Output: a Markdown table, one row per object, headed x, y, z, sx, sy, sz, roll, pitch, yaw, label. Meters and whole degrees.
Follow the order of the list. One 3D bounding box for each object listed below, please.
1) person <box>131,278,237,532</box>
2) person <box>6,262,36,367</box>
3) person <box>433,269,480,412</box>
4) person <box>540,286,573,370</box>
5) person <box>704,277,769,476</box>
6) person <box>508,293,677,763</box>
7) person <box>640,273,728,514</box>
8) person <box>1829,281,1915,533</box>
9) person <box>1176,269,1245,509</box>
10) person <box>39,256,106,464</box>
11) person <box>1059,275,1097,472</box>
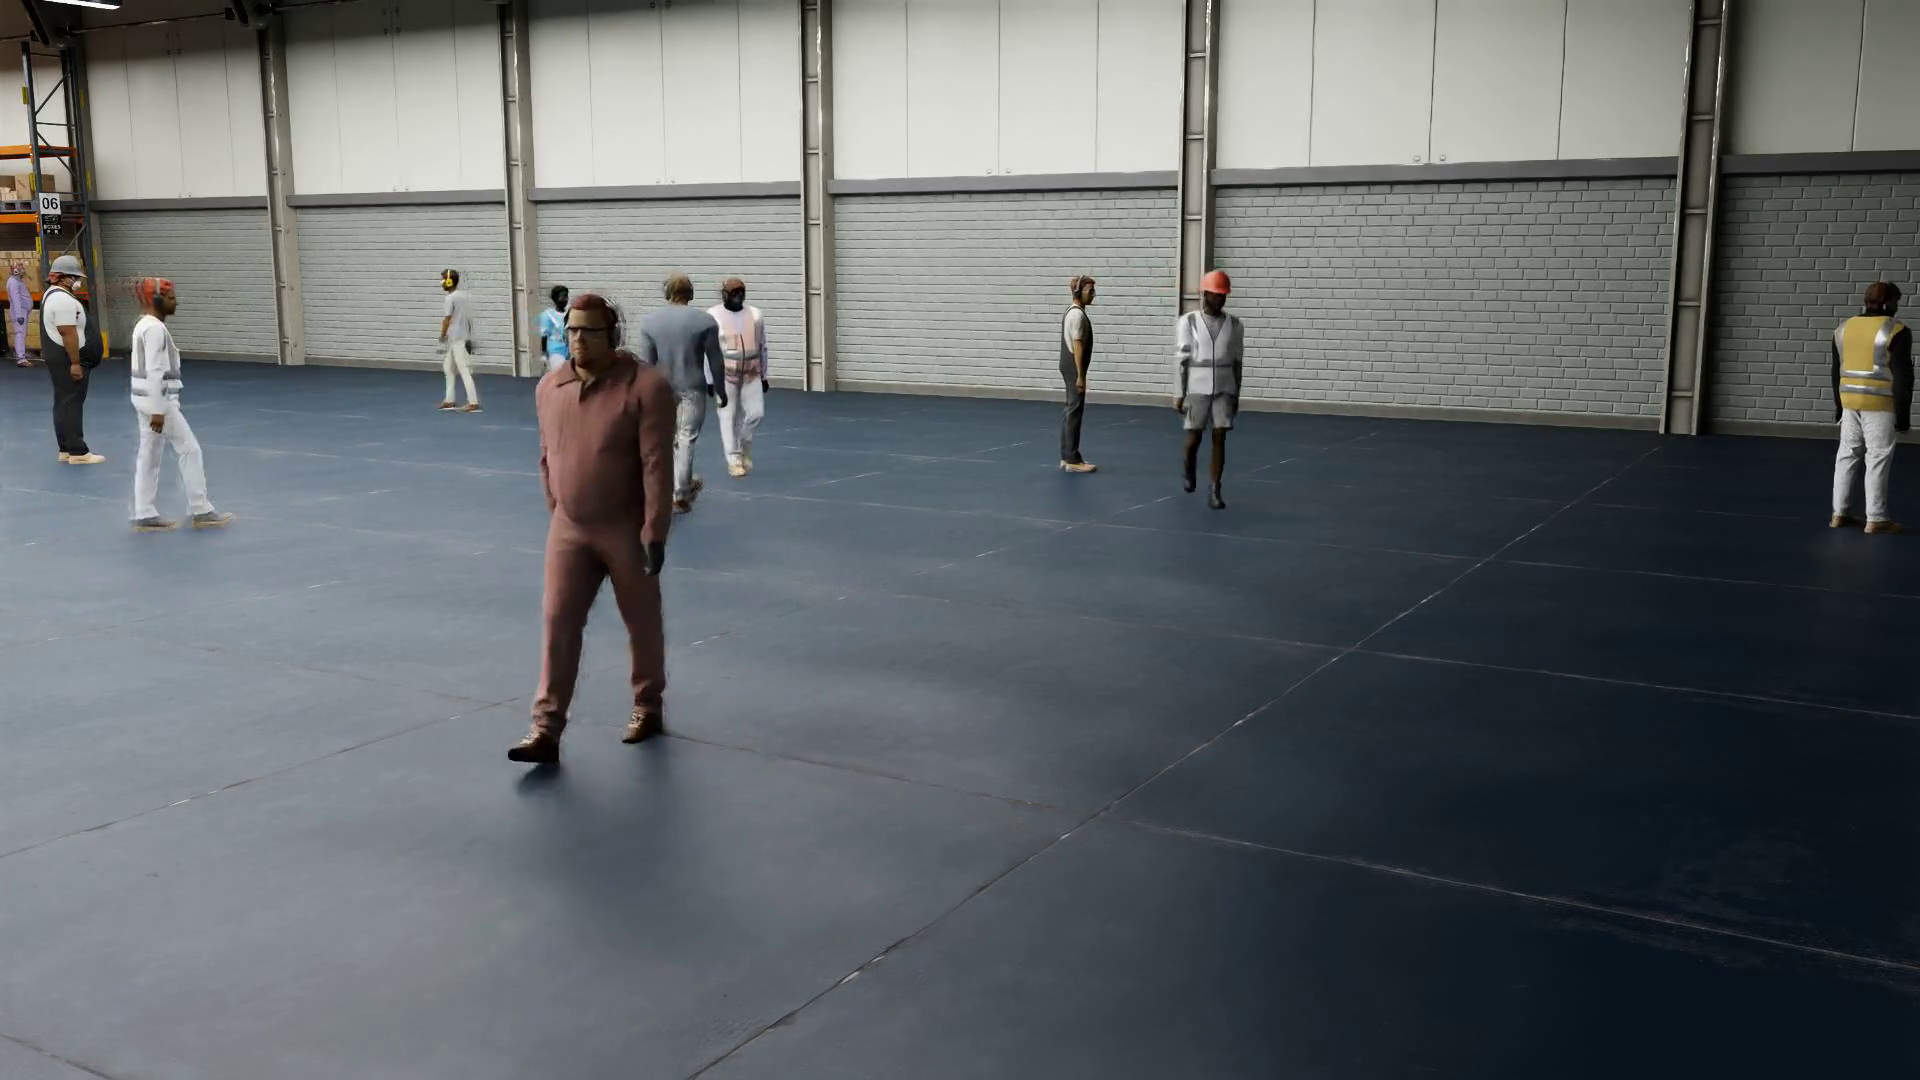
| x | y | z | sx | sy | sz | roll | pitch | yaw | label |
| --- | --- | --- | --- | --- | --- | --- | --- | --- | --- |
| -5.758 | -0.993 | 12.274 | 0.803 | 1.856 | 0.614 | -6 | 11 | -32 | person |
| -17.165 | -4.115 | 30.423 | 0.407 | 1.910 | 0.639 | -5 | 11 | -26 | person |
| -6.631 | -2.574 | 21.580 | 0.781 | 1.841 | 0.523 | 0 | 10 | 1 | person |
| -4.783 | -2.253 | 20.235 | 0.843 | 1.648 | 0.552 | 7 | 12 | 36 | person |
| -2.059 | -1.495 | 15.306 | 0.655 | 1.830 | 0.447 | -5 | 11 | -27 | person |
| -1.456 | -0.033 | 6.654 | 0.660 | 1.865 | 0.938 | 2 | 10 | 13 | person |
| -2.210 | -1.192 | 13.378 | 0.636 | 1.886 | 1.021 | 2 | 10 | 12 | person |
| 6.712 | -0.972 | 12.220 | 0.429 | 1.840 | 0.636 | -4 | 10 | -21 | person |
| 2.015 | -1.229 | 13.492 | 0.567 | 1.922 | 0.638 | 0 | 10 | -3 | person |
| -8.685 | -1.769 | 16.298 | 0.536 | 2.000 | 0.681 | -8 | 12 | -39 | person |
| 1.107 | -1.560 | 15.655 | 0.346 | 1.842 | 0.505 | -1 | 10 | -4 | person |
